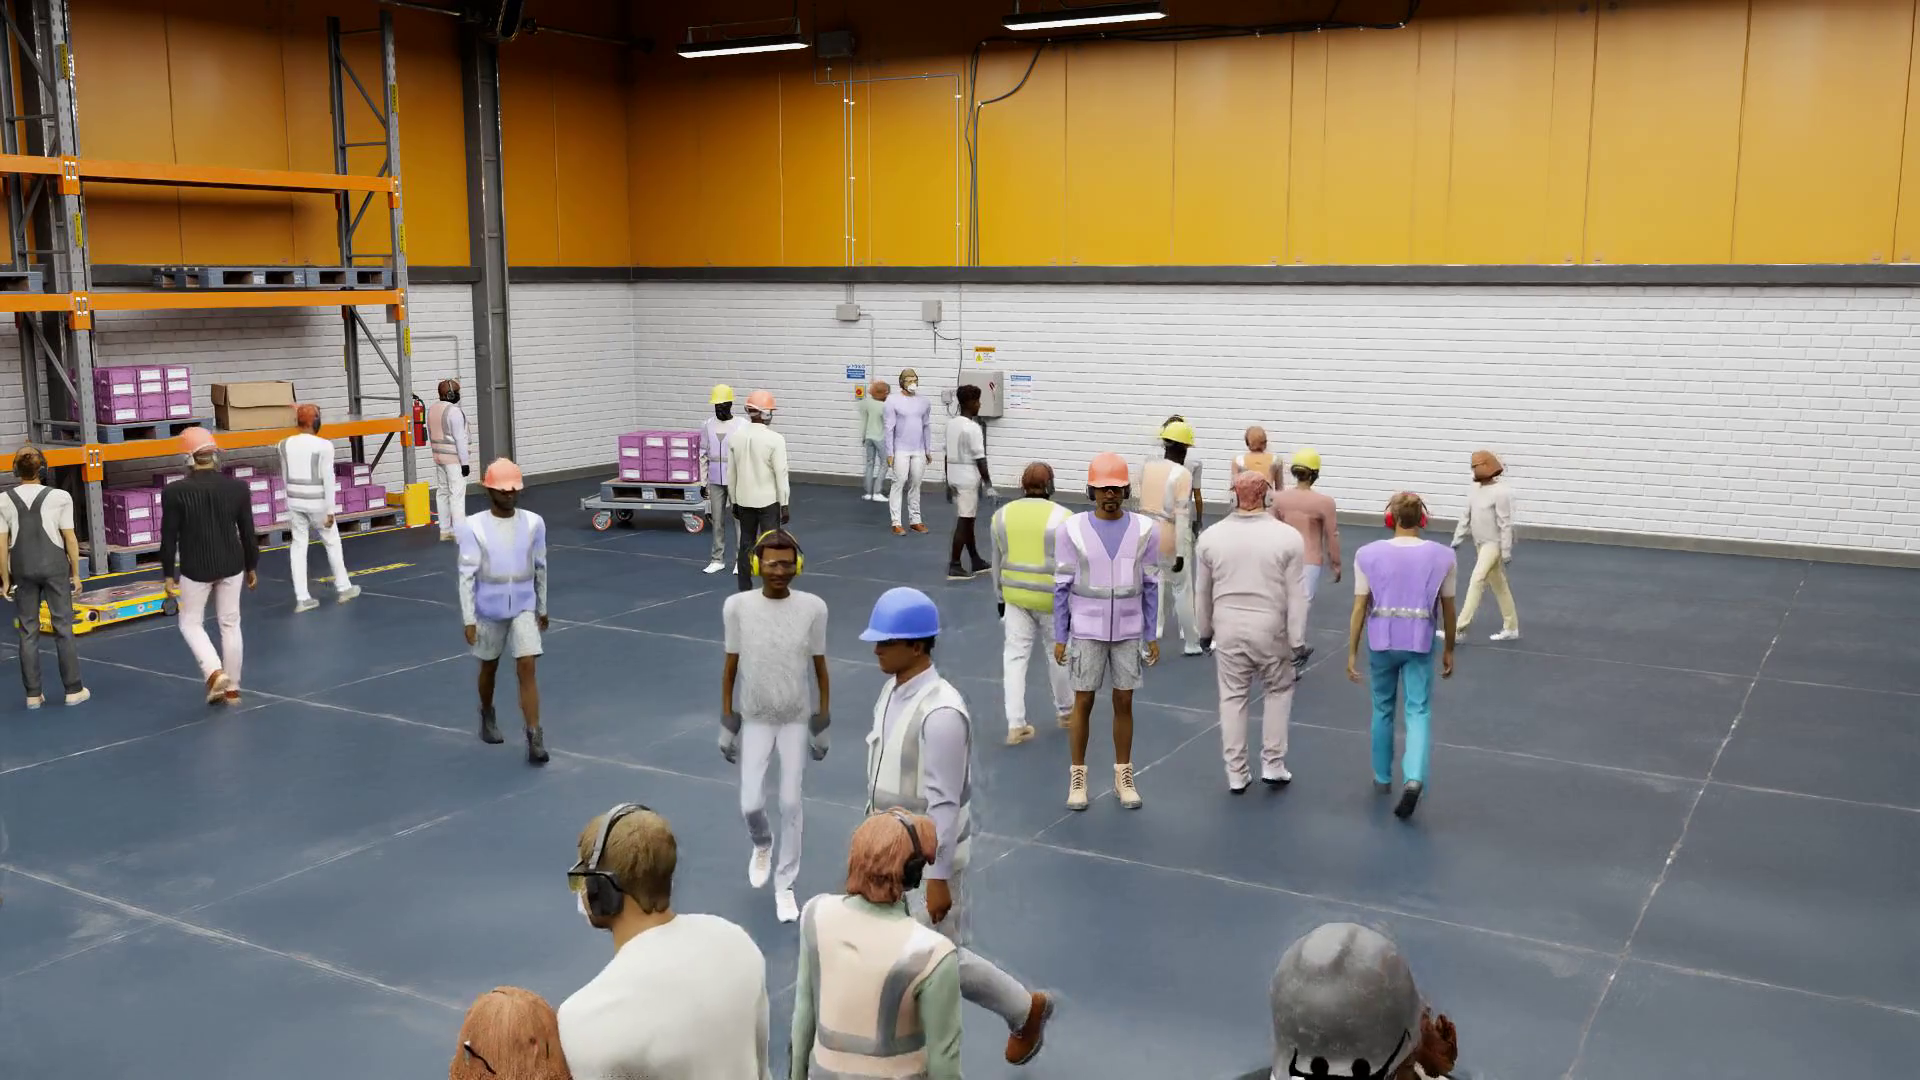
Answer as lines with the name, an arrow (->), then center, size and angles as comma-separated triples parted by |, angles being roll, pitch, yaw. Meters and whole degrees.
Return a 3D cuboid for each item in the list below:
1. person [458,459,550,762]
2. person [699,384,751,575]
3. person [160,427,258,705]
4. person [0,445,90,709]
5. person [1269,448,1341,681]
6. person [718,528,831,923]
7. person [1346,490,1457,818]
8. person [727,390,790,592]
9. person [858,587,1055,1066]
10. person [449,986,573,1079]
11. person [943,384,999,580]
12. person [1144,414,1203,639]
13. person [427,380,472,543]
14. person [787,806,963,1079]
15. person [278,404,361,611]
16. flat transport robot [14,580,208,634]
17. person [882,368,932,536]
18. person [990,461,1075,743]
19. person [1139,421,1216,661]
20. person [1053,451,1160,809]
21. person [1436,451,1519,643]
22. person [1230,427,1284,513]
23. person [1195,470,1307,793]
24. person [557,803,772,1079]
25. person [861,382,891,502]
person -> -2.862, 0.423, 10.471 | 0.583, 1.887, 1.000 | -5, 10, -29
person -> -2.356, -0.605, 16.753 | 0.594, 1.924, 0.382 | 3, 9, 16
person -> -5.188, 0.205, 11.554 | 0.662, 1.977, 0.545 | -8, 12, -40
person -> -6.421, 0.258, 11.616 | 0.505, 1.847, 0.349 | -3, 9, -17
person -> 2.598, 0.170, 12.565 | 0.551, 1.715, 0.914 | 6, 11, 33
person -> -0.878, 0.851, 7.873 | 0.544, 1.858, 0.476 | -1, 9, -8
person -> 2.502, 0.634, 9.424 | 0.609, 1.811, 0.846 | 2, 9, 12
person -> -1.791, -0.349, 14.950 | 0.621, 1.990, 0.396 | 5, 10, 27
person -> -0.086, 1.109, 6.073 | 0.825, 1.927, 0.609 | -5, 10, -26
person -> -0.923, 1.686, 3.478 | 0.529, 1.585, 0.845 | -8, 12, -42
person -> 0.116, -0.577, 16.572 | 0.582, 1.961, 0.638 | -4, 10, -25
person -> 1.767, -0.107, 13.824 | 0.516, 1.872, 0.327 | 1, 9, 9
person -> -5.732, -0.889, 18.789 | 0.627, 1.844, 0.429 | 8, 12, 41
person -> -0.245, 1.517, 4.426 | 0.538, 1.622, 0.402 | 6, 11, 34
person -> -5.868, -0.318, 15.180 | 0.598, 1.849, 0.862 | 2, 9, 11
flat transport robot -> -7.406, 0.572, 14.558 | 0.652, 0.197, 1.431 | 4, 10, 23
person -> -0.597, -1.023, 19.329 | 0.631, 1.940, 0.372 | -6, 11, -34
person -> 0.535, 0.384, 10.931 | 0.647, 1.807, 0.896 | 5, 10, 26
person -> 1.647, 0.012, 13.035 | 0.928, 1.869, 0.623 | -7, 11, -37
person -> 0.833, 0.514, 9.403 | 0.615, 2.043, 0.373 | -1, 9, -6
person -> 4.251, 0.066, 13.624 | 0.888, 1.581, 0.507 | -2, 9, -11
person -> 2.804, -0.274, 15.740 | 0.516, 1.591, 0.874 | 1, 9, 4
person -> 1.722, 0.528, 9.764 | 0.682, 1.891, 0.558 | 4, 10, 24
person -> -0.619, 1.520, 3.644 | 0.703, 1.891, 0.630 | 3, 10, 20
person -> -1.108, -1.312, 22.193 | 0.282, 1.600, 0.614 | -7, 12, -39
